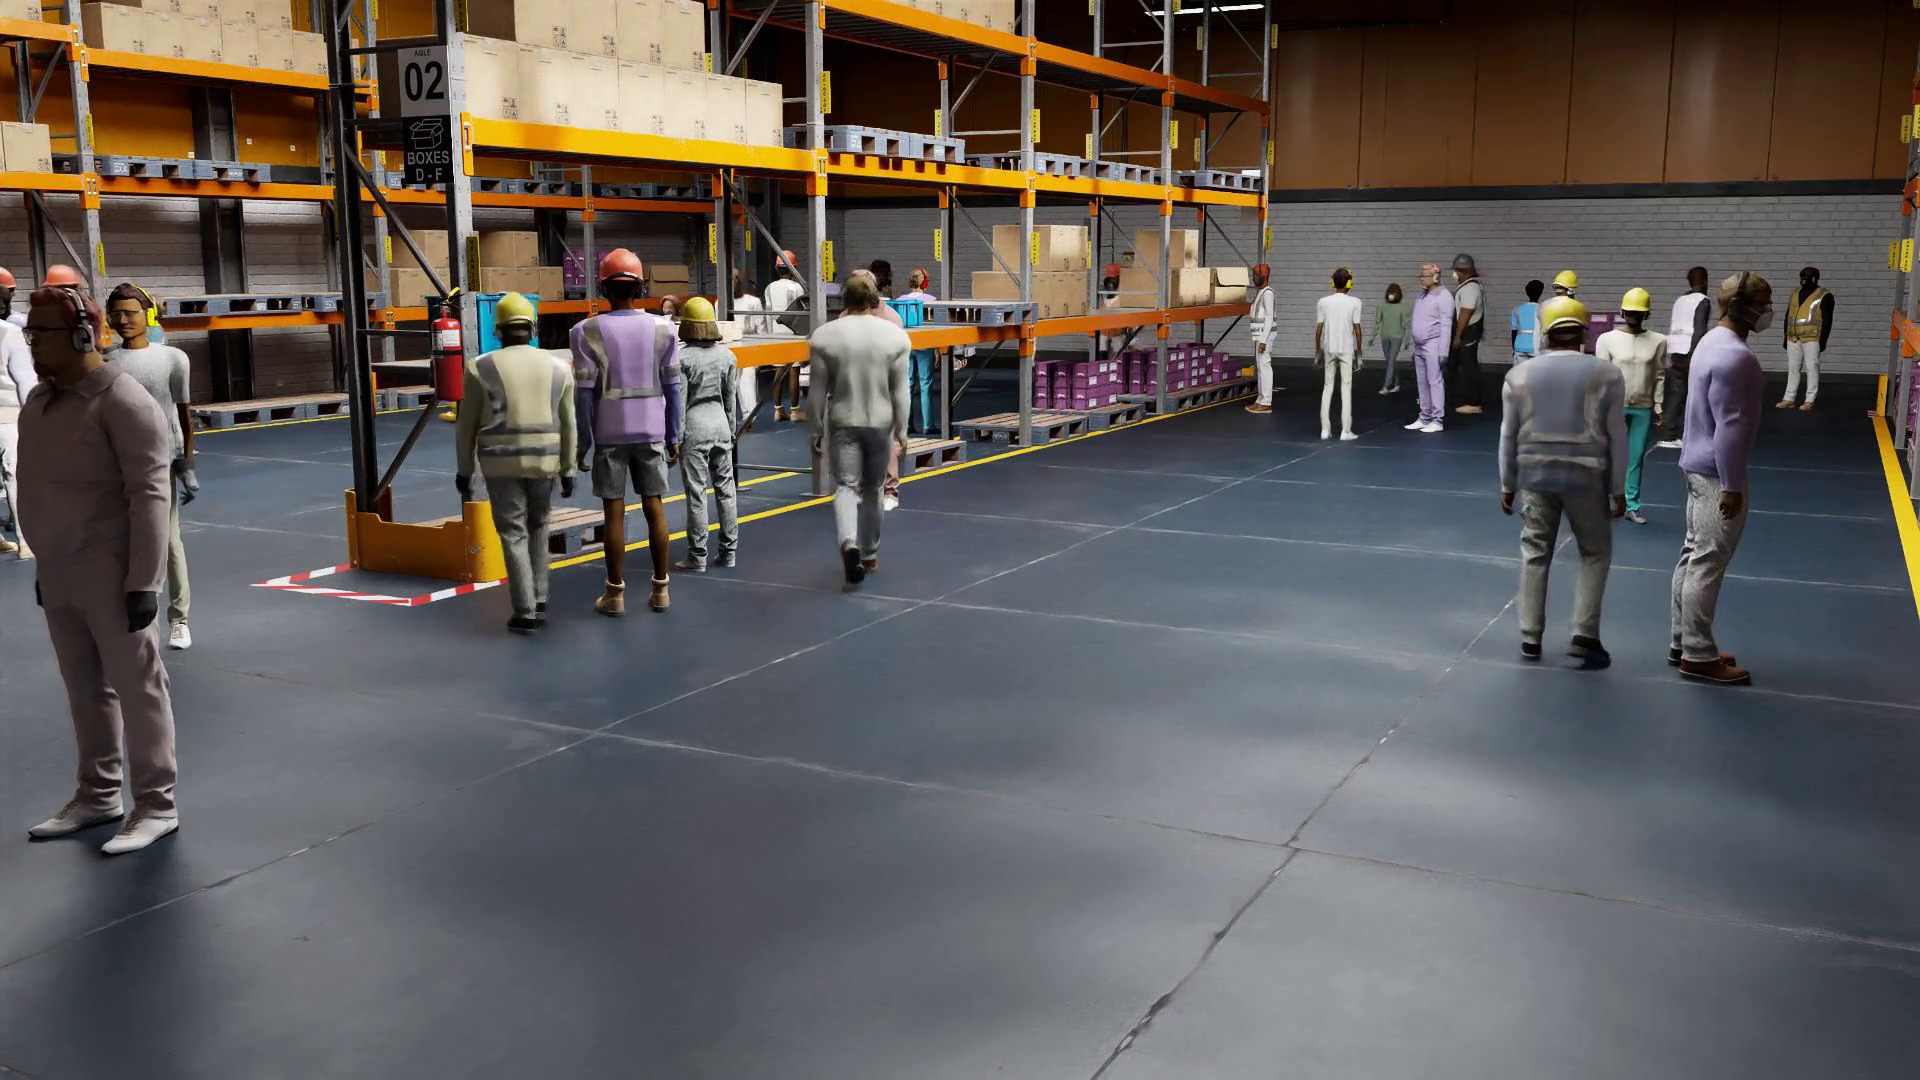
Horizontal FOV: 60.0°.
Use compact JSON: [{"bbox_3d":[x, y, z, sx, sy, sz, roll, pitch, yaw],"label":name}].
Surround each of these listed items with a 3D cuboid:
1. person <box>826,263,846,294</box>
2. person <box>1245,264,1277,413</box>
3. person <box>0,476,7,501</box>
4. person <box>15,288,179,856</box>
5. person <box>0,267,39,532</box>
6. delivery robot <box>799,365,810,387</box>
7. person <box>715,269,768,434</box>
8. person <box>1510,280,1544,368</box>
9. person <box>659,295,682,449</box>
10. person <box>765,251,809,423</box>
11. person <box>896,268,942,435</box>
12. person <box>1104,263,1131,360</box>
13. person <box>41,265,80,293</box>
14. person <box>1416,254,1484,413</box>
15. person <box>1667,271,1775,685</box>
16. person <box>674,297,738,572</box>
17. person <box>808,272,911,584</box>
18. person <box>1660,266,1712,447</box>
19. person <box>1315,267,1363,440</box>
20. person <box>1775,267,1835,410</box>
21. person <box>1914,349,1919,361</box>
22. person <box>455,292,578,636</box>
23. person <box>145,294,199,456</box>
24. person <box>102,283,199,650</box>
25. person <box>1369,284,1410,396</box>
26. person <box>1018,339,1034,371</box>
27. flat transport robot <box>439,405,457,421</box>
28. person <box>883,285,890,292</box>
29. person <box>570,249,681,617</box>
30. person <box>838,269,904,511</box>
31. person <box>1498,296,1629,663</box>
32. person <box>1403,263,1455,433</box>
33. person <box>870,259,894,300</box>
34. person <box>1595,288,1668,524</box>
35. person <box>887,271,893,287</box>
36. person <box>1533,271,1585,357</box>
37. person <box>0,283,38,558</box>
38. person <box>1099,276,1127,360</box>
[{"bbox_3d":[-1.993,-3.354,25.768,0.598,1.887,0.988,-1,10,-3],"label":"person"},{"bbox_3d":[3.831,-2.550,21.082,0.354,1.886,0.573,1,10,4],"label":"person"},{"bbox_3d":[-8.015,-1.121,13.543,0.502,1.631,0.284,0,10,2],"label":"person"},{"bbox_3d":[-2.946,0.110,5.627,0.642,1.908,0.399,6,11,30],"label":"person"},{"bbox_3d":[-6.924,-1.027,12.130,0.376,1.934,0.547,-8,13,-39],"label":"person"},{"bbox_3d":[-1.958,-2.283,23.115,0.707,0.478,0.477,2,10,12],"label":"delivery robot"},{"bbox_3d":[-2.491,-2.128,18.805,0.601,1.832,0.909,3,10,18],"label":"person"},{"bbox_3d":[6.928,-2.298,20.164,0.315,1.698,0.541,-9,13,-43],"label":"person"},{"bbox_3d":[-2.947,-1.758,17.347,0.523,1.593,0.859,2,10,12],"label":"person"},{"bbox_3d":[-2.045,-2.421,19.877,0.608,2.047,0.365,7,12,36],"label":"person"},{"bbox_3d":[-0.471,-2.091,18.549,0.564,1.844,0.388,5,11,28],"label":"person"},{"bbox_3d":[2.448,-3.247,25.195,0.999,1.868,0.565,0,10,-2],"label":"person"},{"bbox_3d":[-7.686,-1.423,14.506,0.529,1.952,0.552,-3,10,-19],"label":"person"},{"bbox_3d":[6.237,-2.626,21.076,0.870,2.000,0.701,2,10,13],"label":"person"},{"bbox_3d":[3.605,-0.298,7.900,0.351,1.936,0.634,3,10,15],"label":"person"},{"bbox_3d":[-1.641,-0.670,10.608,0.487,1.746,0.289,-9,13,-42],"label":"person"},{"bbox_3d":[-0.615,-0.687,10.237,0.635,1.916,0.855,-1,10,-5],"label":"person"},{"bbox_3d":[7.607,-1.900,17.338,0.639,1.874,0.632,-2,10,-9],"label":"person"},{"bbox_3d":[4.116,-2.017,18.051,0.532,1.868,0.309,6,11,30],"label":"person"},{"bbox_3d":[10.918,-2.598,21.491,0.430,1.845,0.624,-5,11,-26],"label":"person"},{"bbox_3d":[13.973,-2.928,24.000,0.501,1.633,0.281,7,12,36],"label":"person"},{"bbox_3d":[-2.395,-0.406,8.904,0.594,1.809,0.616,-7,12,-35],"label":"person"},{"bbox_3d":[-7.902,-1.617,16.456,0.533,1.614,0.666,9,13,43],"label":"person"},{"bbox_3d":[-4.154,-0.361,8.456,0.517,1.874,0.327,-2,10,-11],"label":"person"},{"bbox_3d":[6.200,-2.881,23.869,0.510,1.591,0.865,9,14,43],"label":"person"},{"bbox_3d":[1.081,-3.868,28.447,0.625,1.971,0.564,-4,11,-24],"label":"person"},{"bbox_3d":[-5.507,-1.585,20.168,1.431,0.197,0.652,-8,13,-40],"label":"flat transport robot"},{"bbox_3d":[-0.979,-2.777,23.217,0.773,1.607,0.526,-8,13,-38],"label":"person"},{"bbox_3d":[-1.859,-0.589,9.279,0.608,2.044,0.373,-5,11,-26],"label":"person"},{"bbox_3d":[-0.743,-1.171,13.087,0.637,1.898,0.395,7,12,36],"label":"person"},{"bbox_3d":[2.978,-0.294,8.239,0.613,1.810,0.446,6,11,31],"label":"person"},{"bbox_3d":[5.314,-2.169,18.836,0.403,1.907,0.668,-2,10,-14],"label":"person"},{"bbox_3d":[-1.022,-2.366,19.815,0.646,1.949,0.625,8,12,38],"label":"person"},{"bbox_3d":[4.983,-0.988,12.395,0.529,1.765,0.327,1,10,5],"label":"person"},{"bbox_3d":[-1.131,-2.990,23.890,0.433,1.807,0.660,-3,10,-17],"label":"person"},{"bbox_3d":[6.497,-1.990,17.996,0.403,1.830,0.601,-7,12,-36],"label":"person"},{"bbox_3d":[-6.371,-0.794,11.051,0.623,1.845,0.430,3,10,15],"label":"person"},{"bbox_3d":[2.251,-3.036,24.475,0.536,1.681,0.598,4,11,23],"label":"person"}]
